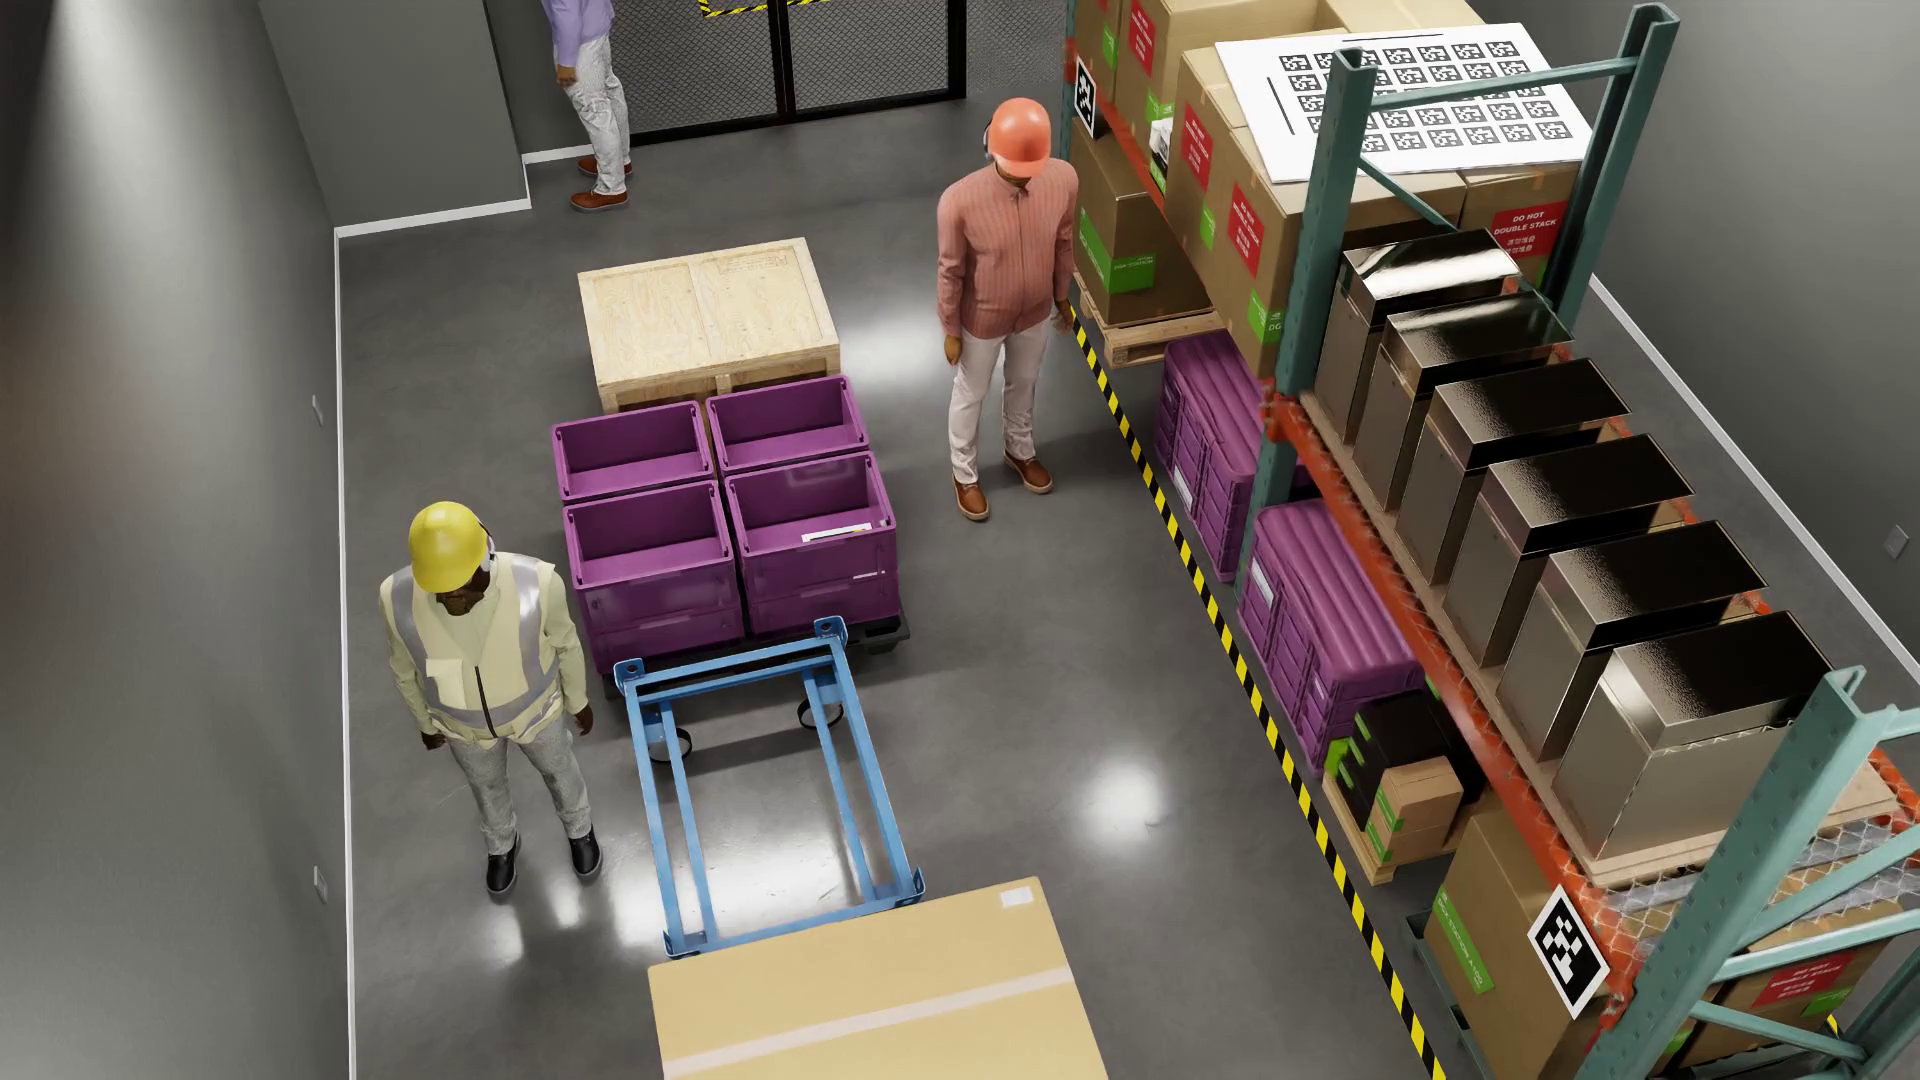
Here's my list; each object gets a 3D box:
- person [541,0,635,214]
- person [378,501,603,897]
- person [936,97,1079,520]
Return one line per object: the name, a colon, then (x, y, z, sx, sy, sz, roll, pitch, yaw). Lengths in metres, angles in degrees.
person: (-1.888, -2.519, 8.200, 0.367, 1.939, 0.635, 1, 47, 1)
person: (-1.508, 0.542, 5.459, 0.589, 1.834, 0.403, -8, 48, -8)
person: (0.200, -0.917, 6.698, 0.613, 1.985, 0.402, -21, 51, -18)
